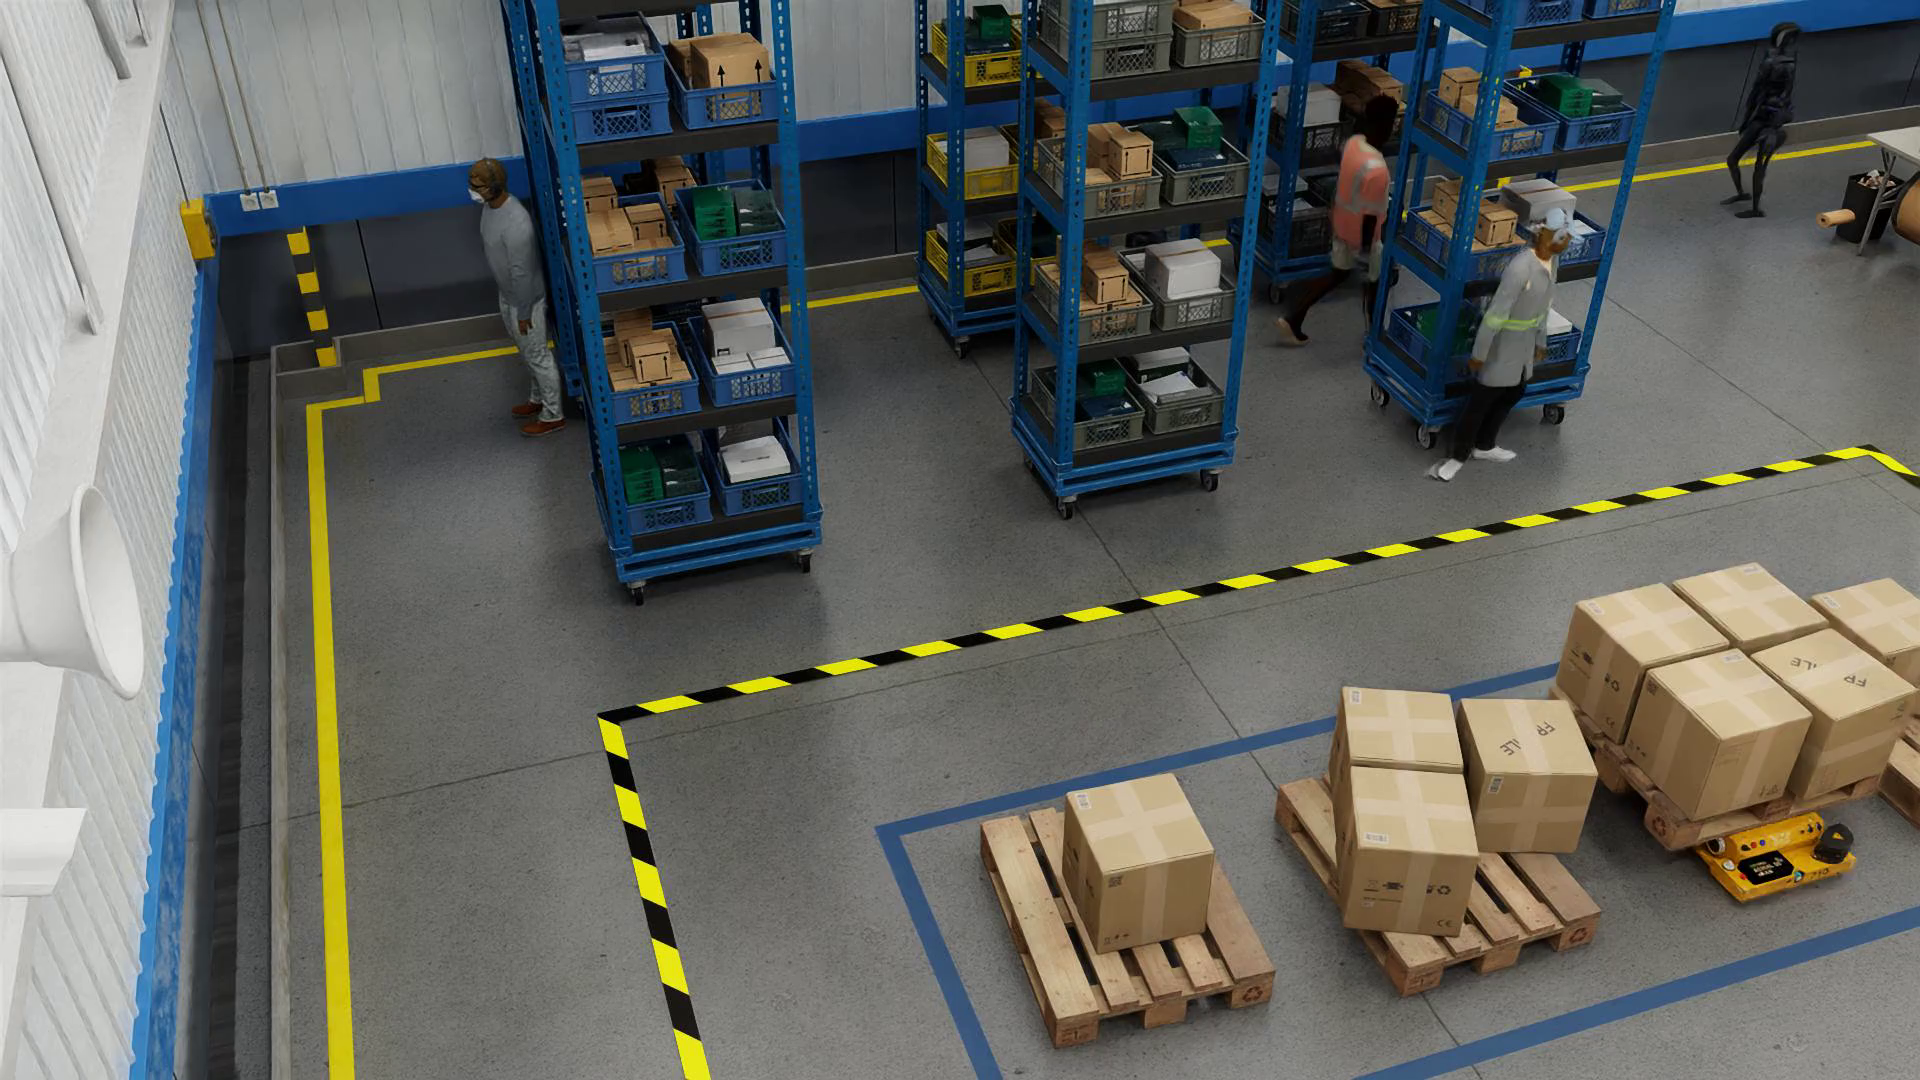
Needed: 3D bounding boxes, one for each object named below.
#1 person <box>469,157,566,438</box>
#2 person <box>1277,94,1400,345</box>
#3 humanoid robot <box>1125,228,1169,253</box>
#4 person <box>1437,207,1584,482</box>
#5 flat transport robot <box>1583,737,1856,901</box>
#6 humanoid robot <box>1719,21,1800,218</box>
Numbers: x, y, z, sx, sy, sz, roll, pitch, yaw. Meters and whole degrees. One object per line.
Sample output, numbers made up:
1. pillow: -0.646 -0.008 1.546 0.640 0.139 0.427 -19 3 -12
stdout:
1. person: -2.887 -1.588 10.874 0.379 1.931 0.621 -17 39 -23
2. person: 2.784 -2.200 11.737 0.885 1.930 0.606 -7 36 -9
3. humanoid robot: 1.198 -1.574 11.089 0.705 1.631 0.613 9 36 12
4. person: 3.431 -1.194 10.417 0.752 1.810 0.395 -28 44 -33
5. flat transport robot: 3.729 1.172 8.370 0.652 0.197 1.431 -11 37 -15
6. humanoid robot: 6.678 -3.453 13.735 0.369 1.644 0.584 -2 35 -3
